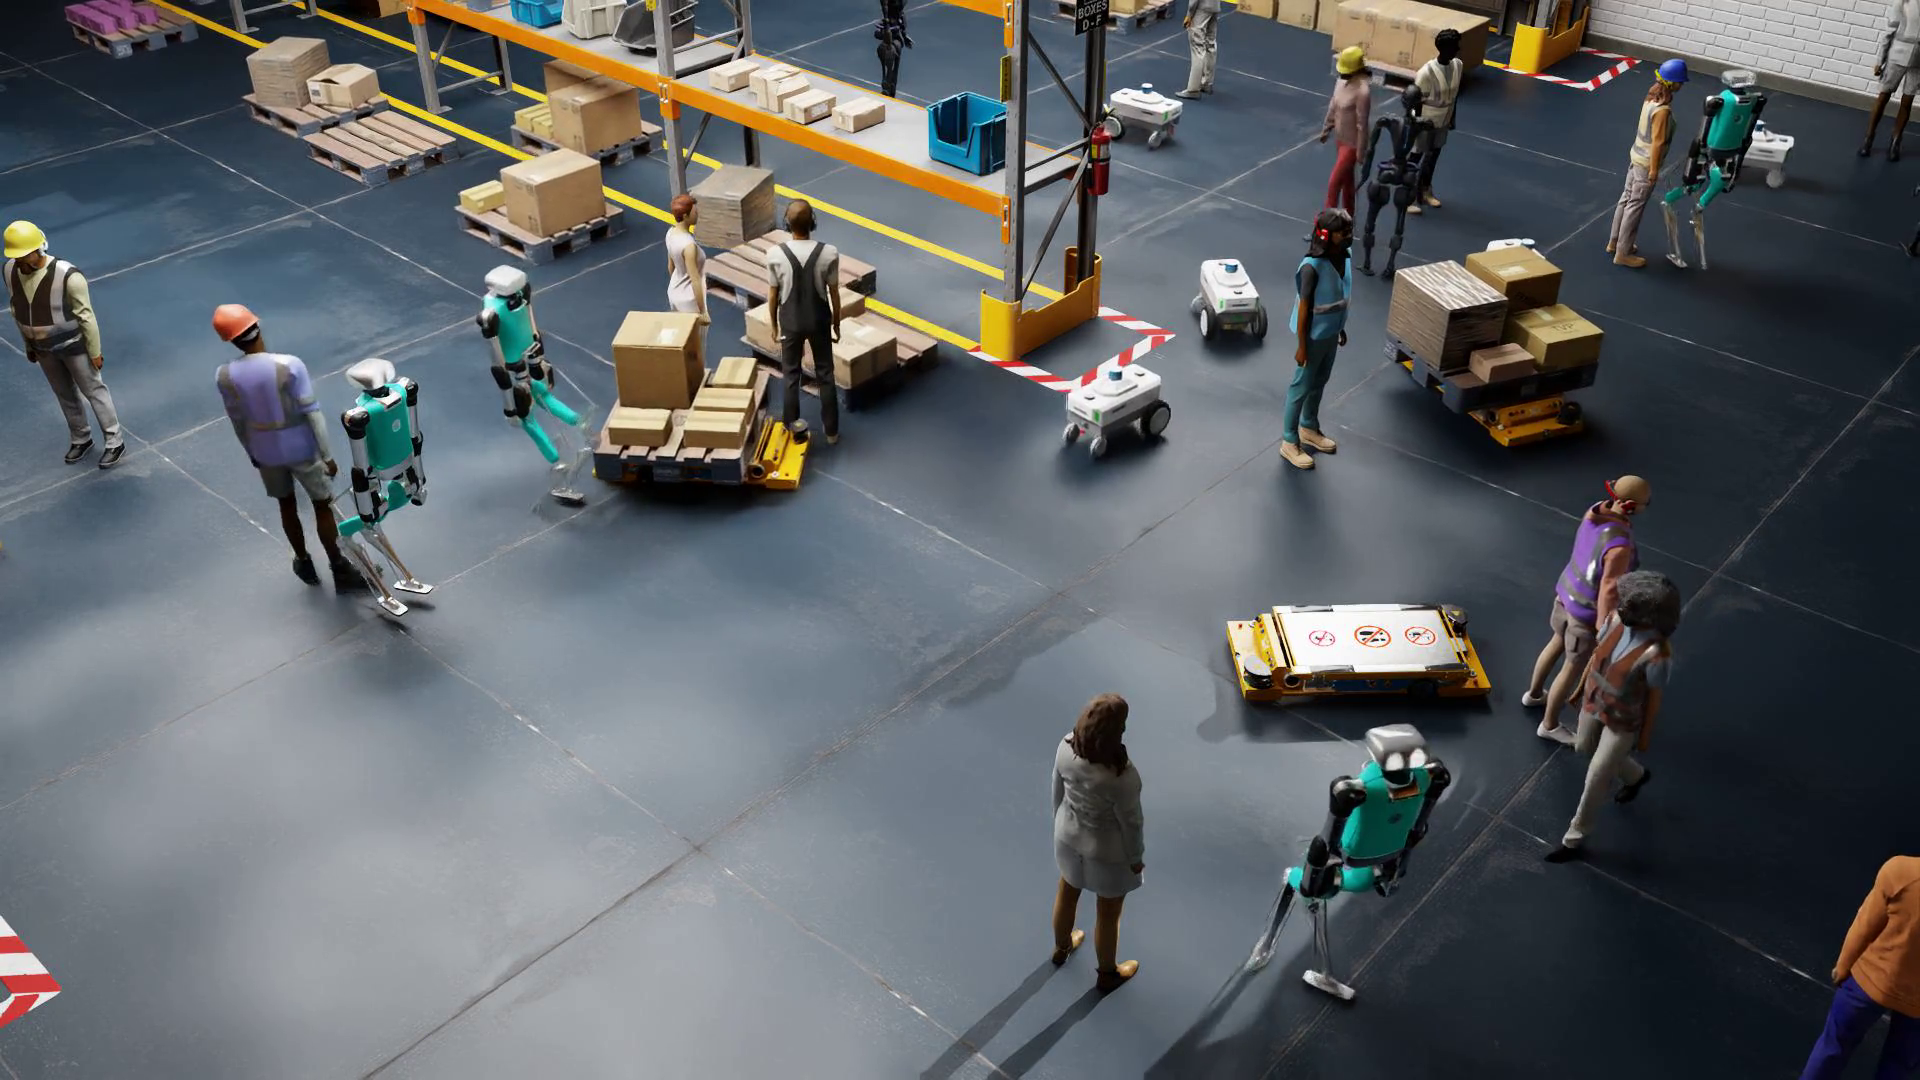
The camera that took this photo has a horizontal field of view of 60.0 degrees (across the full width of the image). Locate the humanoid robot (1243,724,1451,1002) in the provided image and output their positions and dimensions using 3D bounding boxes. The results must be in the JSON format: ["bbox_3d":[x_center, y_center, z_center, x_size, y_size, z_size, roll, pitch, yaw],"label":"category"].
[{"bbox_3d":[1.674,1.384,7.519,0.589,1.782,0.868,-10,36,-14],"label":"humanoid robot"}]

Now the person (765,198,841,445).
[{"bbox_3d":[-1.077,-1.498,11.608,0.502,1.835,0.351,-5,35,-7],"label":"person"}]

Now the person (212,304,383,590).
[{"bbox_3d":[-4.061,-0.552,10.190,0.737,1.884,0.444,1,35,1],"label":"person"}]

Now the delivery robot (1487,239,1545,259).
[{"bbox_3d":[4.629,-2.200,13.758,0.499,0.608,0.799,-8,35,-11],"label":"delivery robot"}]

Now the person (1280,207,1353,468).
[{"bbox_3d":[2.467,-1.402,11.436,0.387,1.866,0.532,29,44,35],"label":"person"}]

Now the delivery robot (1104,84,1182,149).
[{"bbox_3d":[1.839,-4.302,16.800,0.776,0.604,0.525,23,41,30],"label":"delivery robot"}]

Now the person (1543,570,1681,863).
[{"bbox_3d":[3.329,0.840,8.360,0.717,1.665,0.453,-13,37,-18],"label":"person"}]

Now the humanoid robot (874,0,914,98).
[{"bbox_3d":[-0.680,-5.106,16.956,0.315,1.657,0.599,11,36,15],"label":"humanoid robot"}]

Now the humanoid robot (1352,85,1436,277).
[{"bbox_3d":[3.618,-3.010,13.939,0.597,1.643,0.326,1,35,1],"label":"humanoid robot"}]

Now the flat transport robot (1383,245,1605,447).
[{"bbox_3d":[3.967,-1.167,12.501,0.659,0.231,1.431,-12,36,-17],"label":"flat transport robot"}]

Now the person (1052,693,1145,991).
[{"bbox_3d":[0.632,1.366,7.602,0.485,1.663,0.339,26,42,32],"label":"person"}]

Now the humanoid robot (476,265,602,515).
[{"bbox_3d":[-2.658,-0.907,10.877,0.725,1.836,0.556,9,36,13],"label":"humanoid robot"}]

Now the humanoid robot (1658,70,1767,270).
[{"bbox_3d":[6.257,-3.143,14.083,0.540,1.812,0.660,-7,35,-10],"label":"humanoid robot"}]

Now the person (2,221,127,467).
[{"bbox_3d":[-6.159,-1.343,11.391,0.589,1.825,0.403,6,35,9],"label":"person"}]

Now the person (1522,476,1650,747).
[{"bbox_3d":[3.420,0.366,9.039,0.357,1.682,0.500,1,35,1],"label":"person"}]

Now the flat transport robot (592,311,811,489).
[{"bbox_3d":[-1.810,-0.634,11.728,1.431,0.231,0.659,3,35,4],"label":"flat transport robot"}]

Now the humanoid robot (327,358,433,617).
[{"bbox_3d":[-3.529,-0.350,9.911,0.735,1.673,0.533,16,38,22],"label":"humanoid robot"}]

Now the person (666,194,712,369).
[{"bbox_3d":[-1.958,-1.713,12.066,0.269,1.656,0.461,-19,39,-25],"label":"person"}]

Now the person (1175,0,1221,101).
[{"bbox_3d":[2.569,-5.576,17.455,0.395,1.899,0.531,27,43,33],"label":"person"}]

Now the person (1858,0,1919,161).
[{"bbox_3d":[9.157,-4.633,16.069,0.546,1.926,0.388,13,37,18],"label":"person"}]

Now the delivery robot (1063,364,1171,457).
[{"bbox_3d":[1.123,-0.975,11.987,0.811,0.613,0.499,-27,43,-33],"label":"delivery robot"}]

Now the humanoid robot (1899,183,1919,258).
[{"bbox_3d":[8.433,-3.051,14.031,0.600,1.623,0.785,1,35,2],"label":"humanoid robot"}]

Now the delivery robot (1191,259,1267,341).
[{"bbox_3d":[2.166,-1.945,13.390,0.509,0.611,0.782,-3,35,-5],"label":"delivery robot"}]

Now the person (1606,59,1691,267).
[{"bbox_3d":[5.861,-3.211,14.132,0.319,1.776,0.478,4,35,6],"label":"person"}]

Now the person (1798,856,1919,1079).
[{"bbox_3d":[3.826,1.788,6.724,0.519,1.973,0.398,19,39,25],"label":"person"}]

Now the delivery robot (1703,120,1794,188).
[{"bbox_3d":[7.569,-3.736,15.945,0.745,0.565,0.499,14,37,20],"label":"delivery robot"}]

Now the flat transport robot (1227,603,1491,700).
[{"bbox_3d":[2.348,0.664,9.848,1.431,0.231,0.659,-1,35,-1],"label":"flat transport robot"}]

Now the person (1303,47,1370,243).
[{"bbox_3d":[3.291,-3.478,14.558,0.654,1.731,0.602,-6,35,-8],"label":"person"}]

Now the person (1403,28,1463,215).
[{"bbox_3d":[4.279,-3.796,15.054,0.532,1.693,0.320,-20,39,-26],"label":"person"}]
